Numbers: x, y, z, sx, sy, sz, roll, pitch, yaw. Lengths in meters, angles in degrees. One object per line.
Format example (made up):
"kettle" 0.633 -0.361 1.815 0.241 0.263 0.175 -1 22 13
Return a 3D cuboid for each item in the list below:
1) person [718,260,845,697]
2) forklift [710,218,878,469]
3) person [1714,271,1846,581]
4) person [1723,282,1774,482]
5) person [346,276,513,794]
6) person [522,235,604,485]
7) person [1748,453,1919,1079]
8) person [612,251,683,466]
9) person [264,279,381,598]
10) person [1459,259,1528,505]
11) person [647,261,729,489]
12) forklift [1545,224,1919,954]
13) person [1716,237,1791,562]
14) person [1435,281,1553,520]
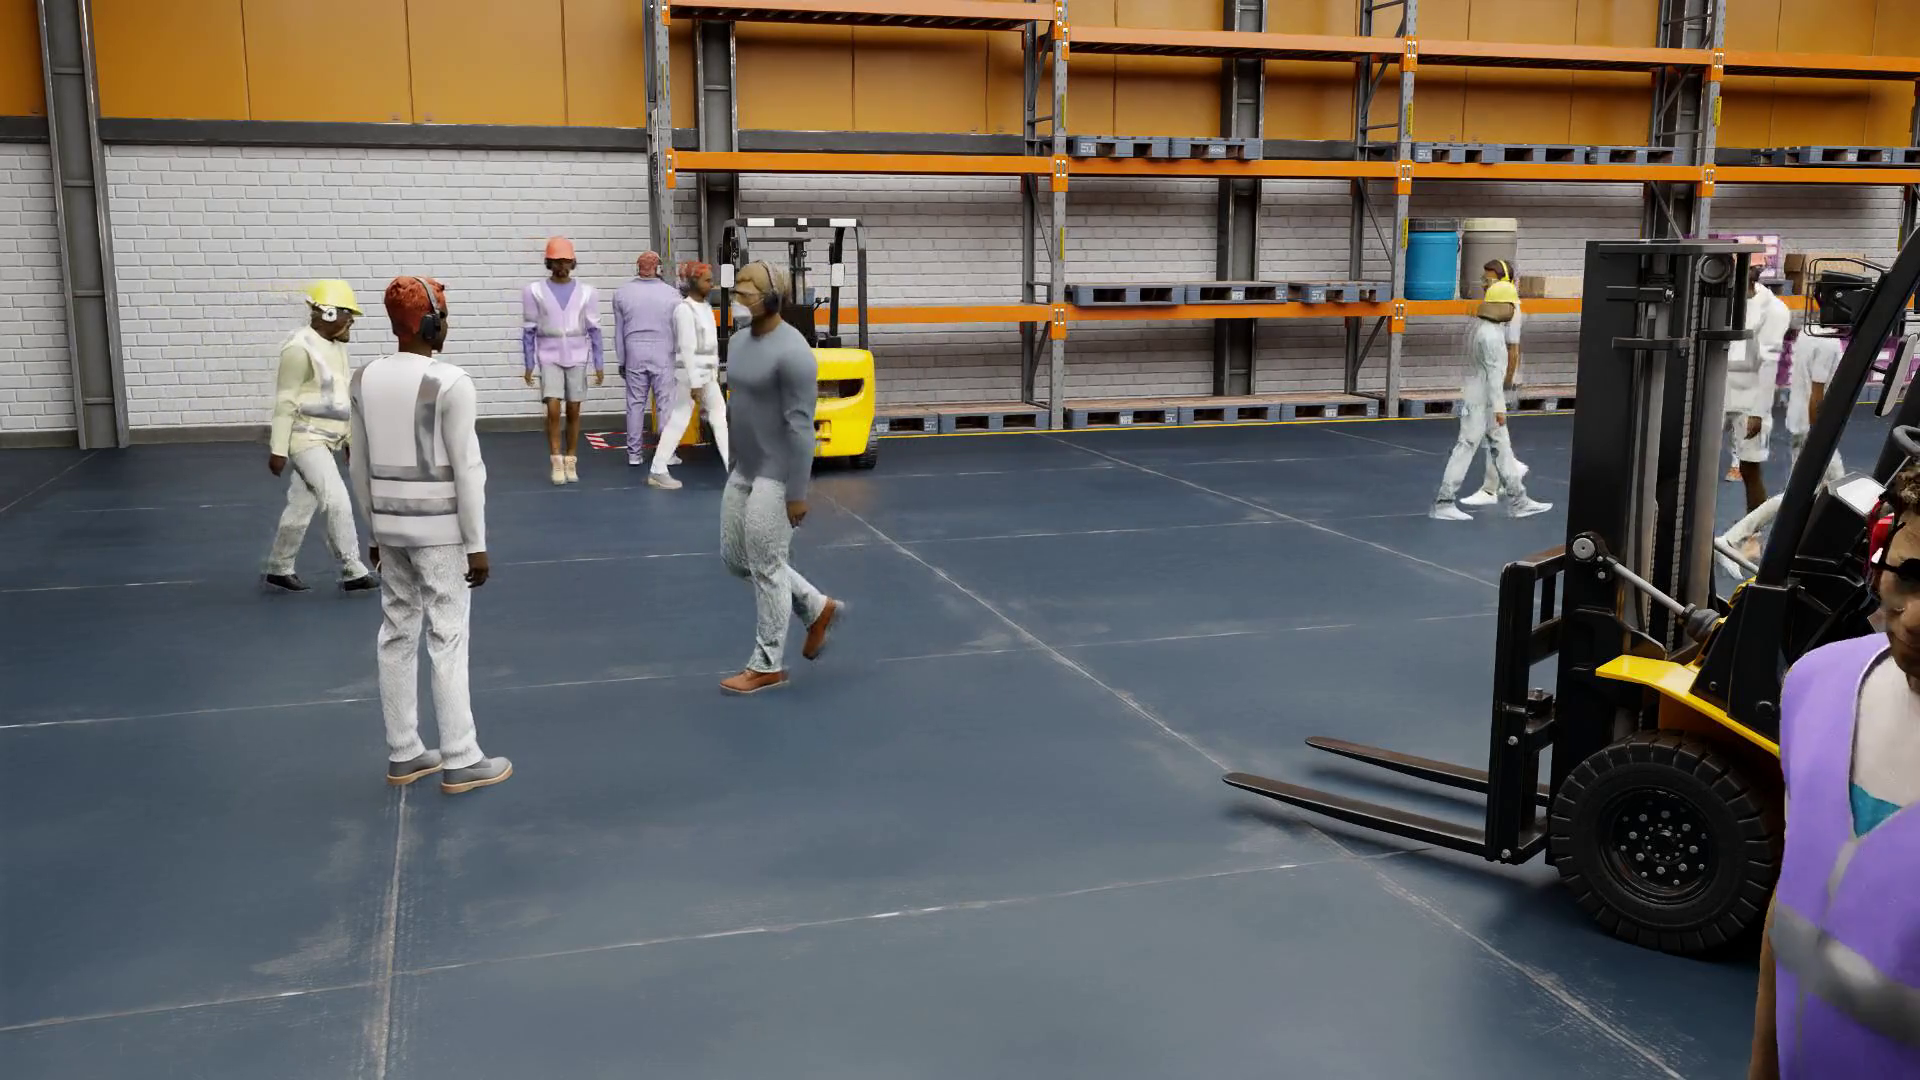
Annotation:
"person" -0.810 -0.277 7.413 0.608 1.926 0.645 -7 12 -33
"forklift" -1.522 -1.778 14.899 1.214 2.155 2.313 -3 11 -17
"person" 4.857 -0.623 9.580 0.830 1.837 0.515 2 11 12
"person" 6.399 -1.454 13.827 0.355 1.936 0.633 -9 14 -40
"person" -1.958 -0.013 6.081 0.574 1.882 0.358 5 11 26
"person" -3.199 -1.442 13.510 0.636 2.024 0.686 -4 11 -22
"person" 1.276 0.759 2.067 0.784 1.807 0.570 -2 10 -10
"person" -2.721 -1.594 14.708 0.637 1.900 0.403 0 10 3
"person" -3.576 -0.560 9.337 0.868 1.778 0.611 0 10 -2
"person" 4.060 -1.182 12.557 0.473 1.857 0.549 -1 10 -7
"person" -2.090 -1.293 13.251 1.007 1.833 0.592 3 11 16
"forklift" 2.909 0.117 4.508 2.313 2.155 1.214 9 14 40
"person" 4.690 -0.827 10.182 0.790 2.016 0.614 -5 11 -24
"person" 3.827 -0.969 11.798 0.872 1.700 0.513 3 11 17
